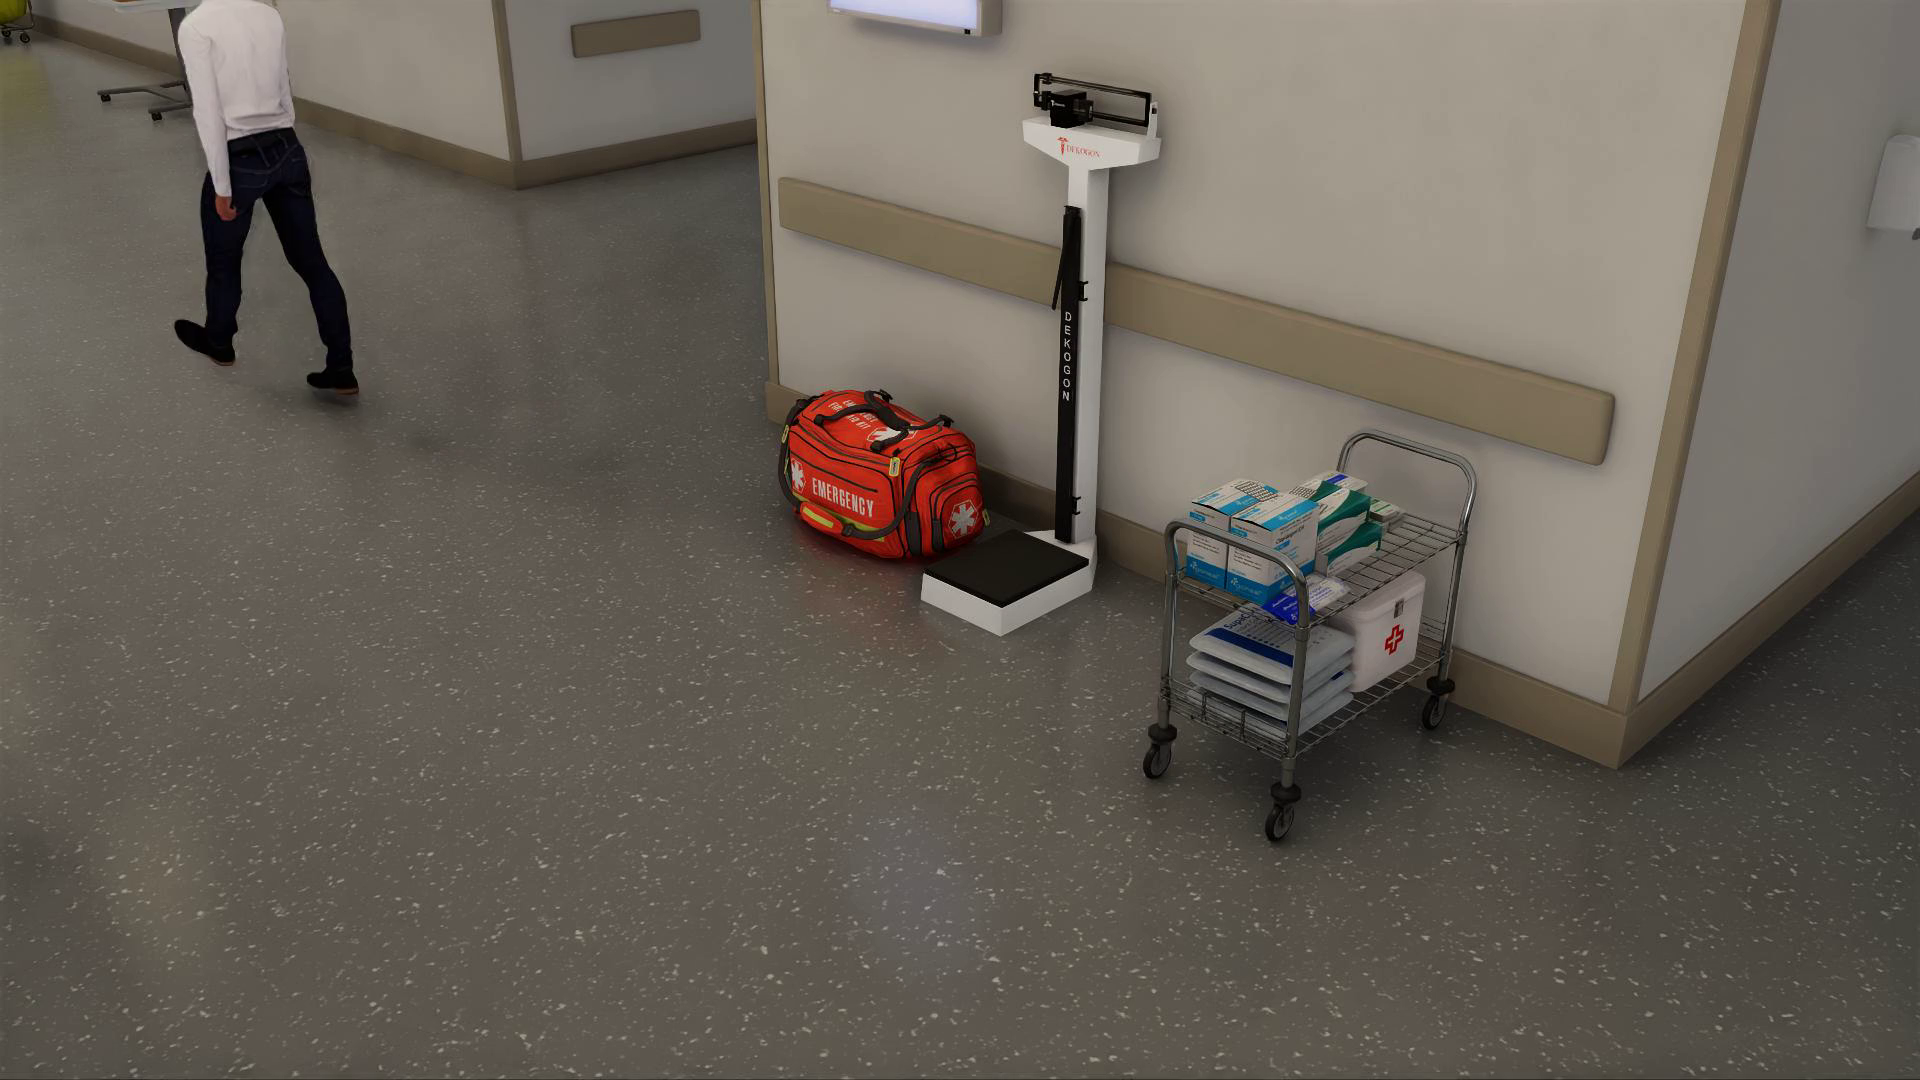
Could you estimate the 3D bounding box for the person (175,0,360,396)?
[{"bbox_3d":[-2.659,-1.413,6.446,1.245,1.827,0.824,15,30,29],"label":"person"}]
